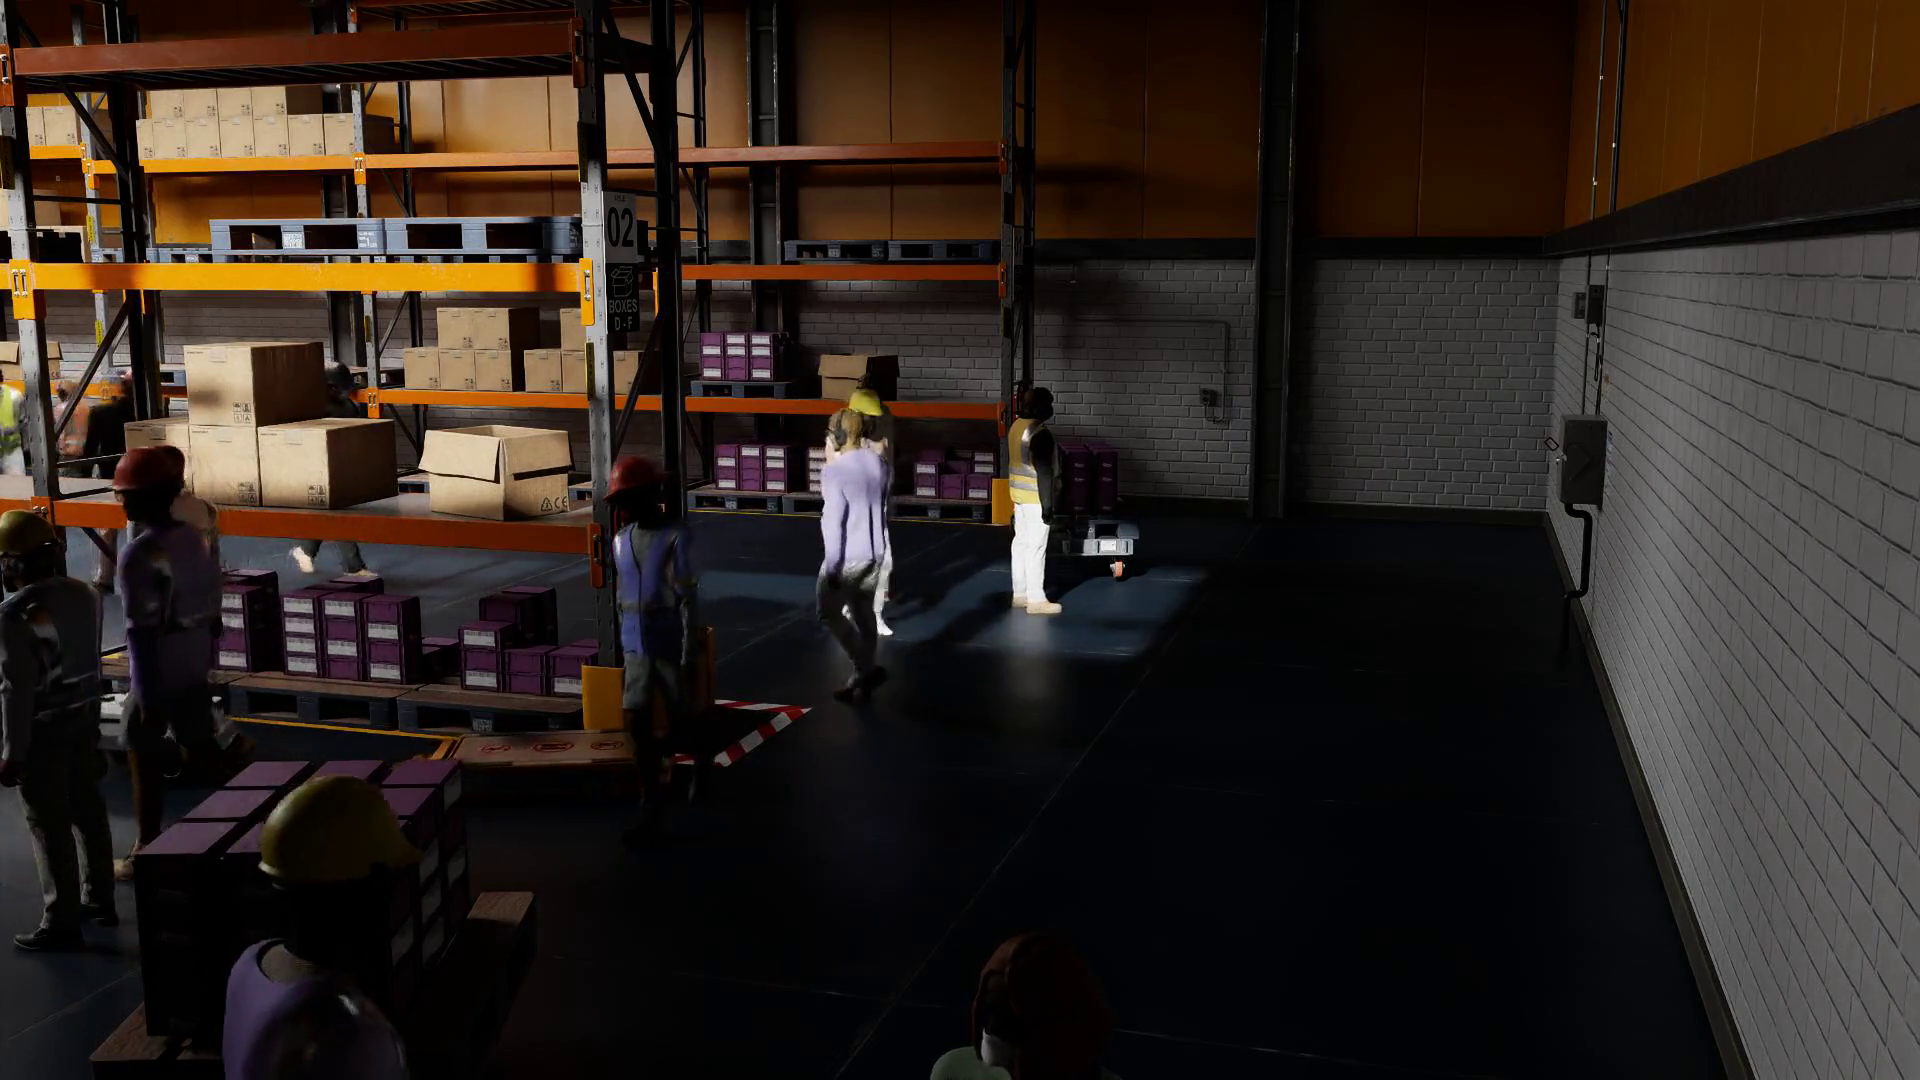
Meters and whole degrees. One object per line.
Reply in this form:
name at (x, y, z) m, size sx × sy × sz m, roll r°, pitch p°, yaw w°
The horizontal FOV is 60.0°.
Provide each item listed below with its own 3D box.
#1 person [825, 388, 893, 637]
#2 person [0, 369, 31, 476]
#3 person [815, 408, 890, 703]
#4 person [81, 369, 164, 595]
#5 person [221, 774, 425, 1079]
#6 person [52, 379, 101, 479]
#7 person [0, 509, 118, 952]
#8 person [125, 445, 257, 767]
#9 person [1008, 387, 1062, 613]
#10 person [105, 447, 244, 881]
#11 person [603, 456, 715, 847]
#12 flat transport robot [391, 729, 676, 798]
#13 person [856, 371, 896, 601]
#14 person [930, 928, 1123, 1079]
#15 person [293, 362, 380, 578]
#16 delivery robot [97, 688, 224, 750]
person at (-0.747, -0.183, 12.514) m, size 0.610 × 1.907 × 0.547 m, roll -7°, pitch 12°, yaw -37°
person at (-10.083, -0.947, 17.425) m, size 0.452 × 1.821 × 0.689 m, roll 9°, pitch 13°, yaw 43°
person at (-0.664, 0.118, 10.622) m, size 0.478 × 1.927 × 0.641 m, roll 7°, pitch 11°, yaw 35°
person at (-7.265, -0.503, 14.357) m, size 0.791 × 1.945 × 0.443 m, roll -4°, pitch 10°, yaw -21°
person at (-1.152, 1.365, 3.164) m, size 0.995 × 1.876 × 0.587 m, roll -6°, pitch 11°, yaw -34°
person at (-9.699, -0.974, 18.269) m, size 0.881 × 1.591 × 0.537 m, roll 3°, pitch 10°, yaw 15°
person at (-3.769, 0.780, 6.868) m, size 0.404 × 1.827 × 0.601 m, roll 1°, pitch 9°, yaw 5°
person at (-4.257, 0.399, 9.139) m, size 0.879 × 1.856 × 0.586 m, roll 3°, pitch 10°, yaw 20°
person at (0.619, -0.329, 13.589) m, size 0.430 × 1.843 × 0.626 m, roll -3°, pitch 10°, yaw -20°
person at (-3.506, 0.582, 7.508) m, size 0.851 × 2.023 × 0.615 m, roll 2°, pitch 9°, yaw 10°
person at (-1.492, 0.521, 8.268) m, size 0.564 × 1.881 × 0.836 m, roll 4°, pitch 10°, yaw 21°
flat transport robot at (-2.273, 1.211, 8.972) m, size 1.431 × 0.197 × 0.652 m, roll -1°, pitch 9°, yaw -7°
person at (-0.727, -0.449, 14.024) m, size 0.372 × 1.940 × 0.629 m, roll 0°, pitch 9°, yaw 1°
person at (0.148, 1.498, 3.085) m, size 0.502 × 1.631 × 0.286 m, roll 5°, pitch 11°, yaw 29°
person at (-5.703, -0.659, 14.996) m, size 1.035 × 2.000 × 0.671 m, roll 3°, pitch 10°, yaw 18°
delivery robot at (-4.461, 0.988, 9.186) m, size 0.707 × 0.478 × 0.477 m, roll 1°, pitch 9°, yaw 7°
